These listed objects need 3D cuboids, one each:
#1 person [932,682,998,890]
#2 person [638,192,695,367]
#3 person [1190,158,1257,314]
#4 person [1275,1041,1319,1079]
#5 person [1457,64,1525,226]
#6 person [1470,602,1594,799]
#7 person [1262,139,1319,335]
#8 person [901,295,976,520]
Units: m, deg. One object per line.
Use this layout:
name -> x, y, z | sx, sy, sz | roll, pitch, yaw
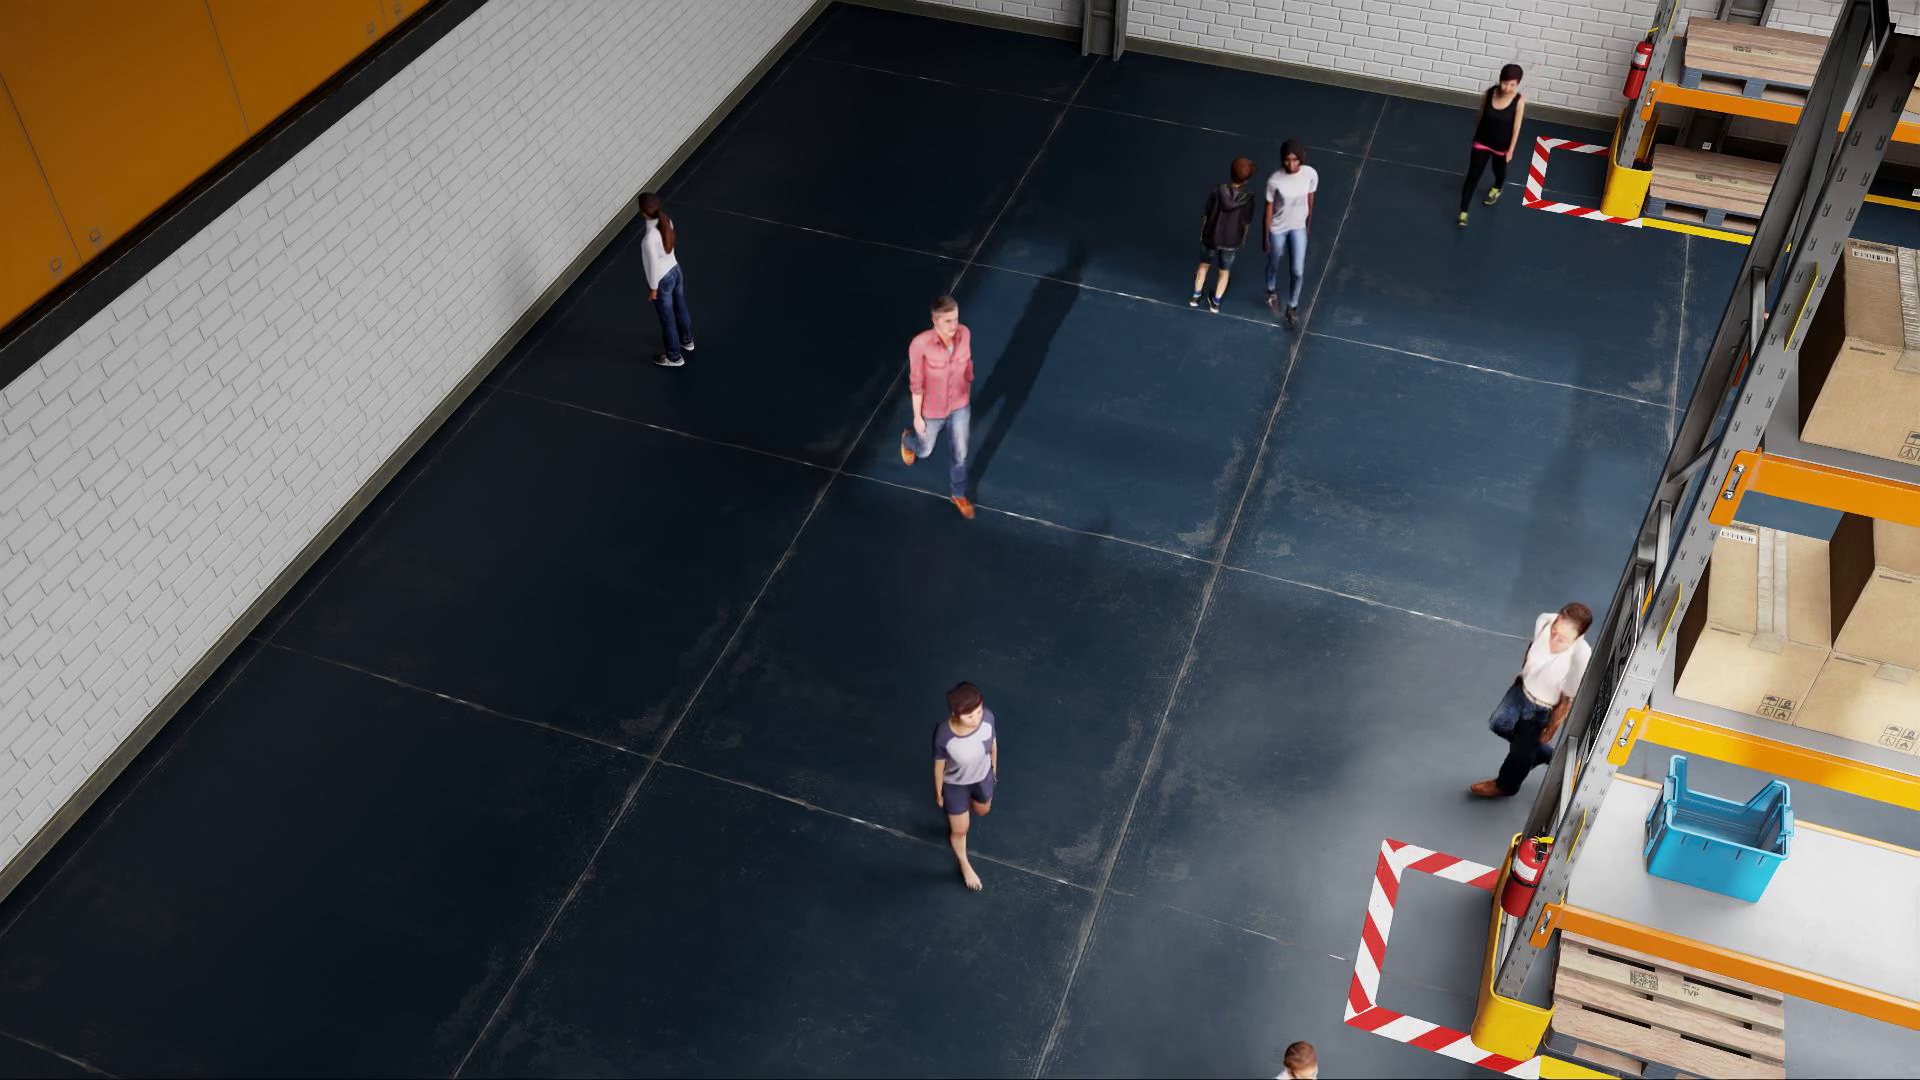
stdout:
person -> 0.004, 1.330, 9.690 | 0.845, 1.553, 0.917 | -20, 47, -19
person -> -2.351, -2.096, 13.283 | 0.514, 1.557, 0.534 | 15, 46, 16
person -> 2.192, -2.506, 13.800 | 0.478, 1.438, 0.656 | 3, 44, 3
person -> 1.685, 2.850, 8.482 | 0.478, 1.019, 0.532 | -21, 48, -21
person -> 4.815, -3.603, 14.899 | 1.029, 1.510, 0.745 | 25, 49, 24
person -> 3.549, 0.969, 9.875 | 0.941, 1.820, 0.885 | -3, 44, -3
person -> 2.652, -2.590, 13.701 | 0.877, 1.696, 0.886 | -8, 44, -8
person -> -0.177, -1.019, 11.974 | 1.107, 1.804, 1.166 | -19, 47, -19
